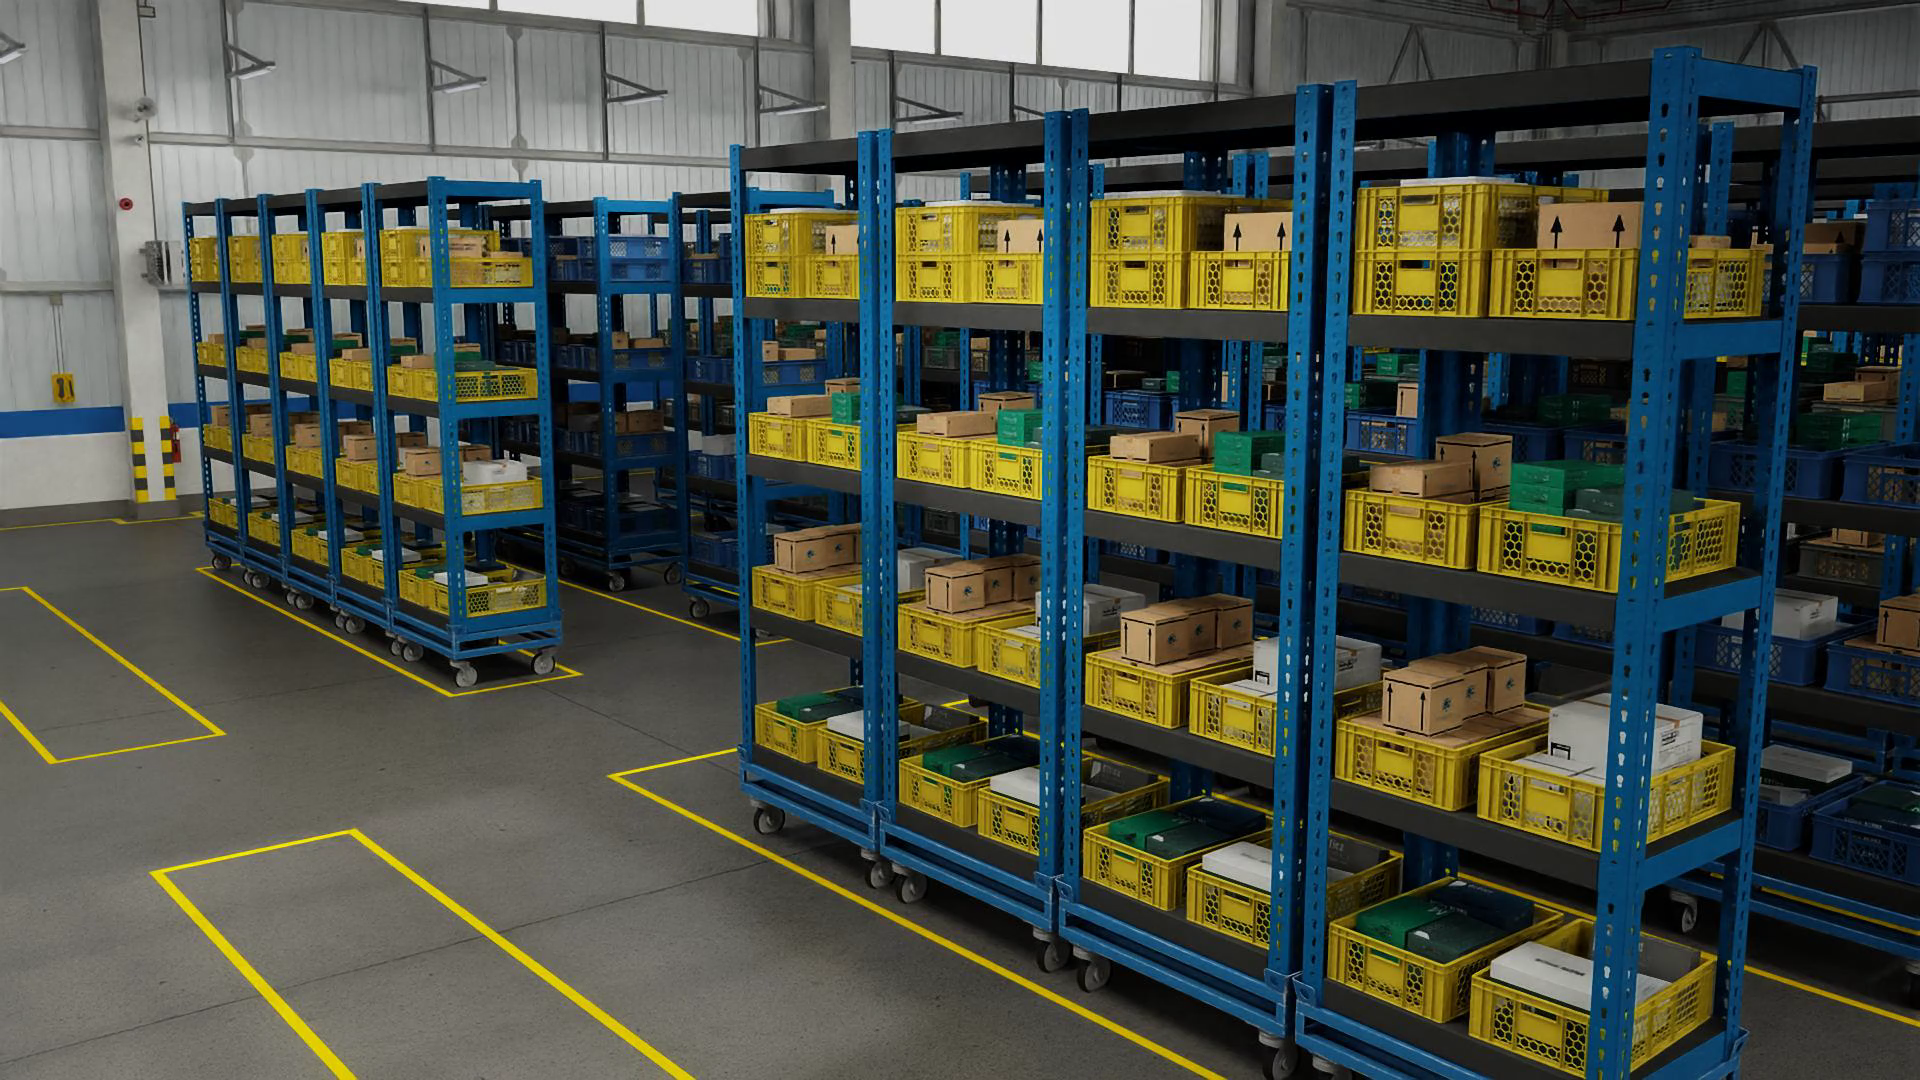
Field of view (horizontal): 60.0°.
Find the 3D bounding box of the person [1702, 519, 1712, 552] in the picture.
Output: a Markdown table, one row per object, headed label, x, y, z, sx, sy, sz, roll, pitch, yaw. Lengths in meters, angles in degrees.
| label | x | y | z | sx | sy | sz | roll | pitch | yaw |
| --- | --- | --- | --- | --- | --- | --- | --- | --- | --- |
| person | 6.470 | -0.236 | 14.215 | 0.632 | 1.803 | 0.732 | -8 | 12 | -39 |
